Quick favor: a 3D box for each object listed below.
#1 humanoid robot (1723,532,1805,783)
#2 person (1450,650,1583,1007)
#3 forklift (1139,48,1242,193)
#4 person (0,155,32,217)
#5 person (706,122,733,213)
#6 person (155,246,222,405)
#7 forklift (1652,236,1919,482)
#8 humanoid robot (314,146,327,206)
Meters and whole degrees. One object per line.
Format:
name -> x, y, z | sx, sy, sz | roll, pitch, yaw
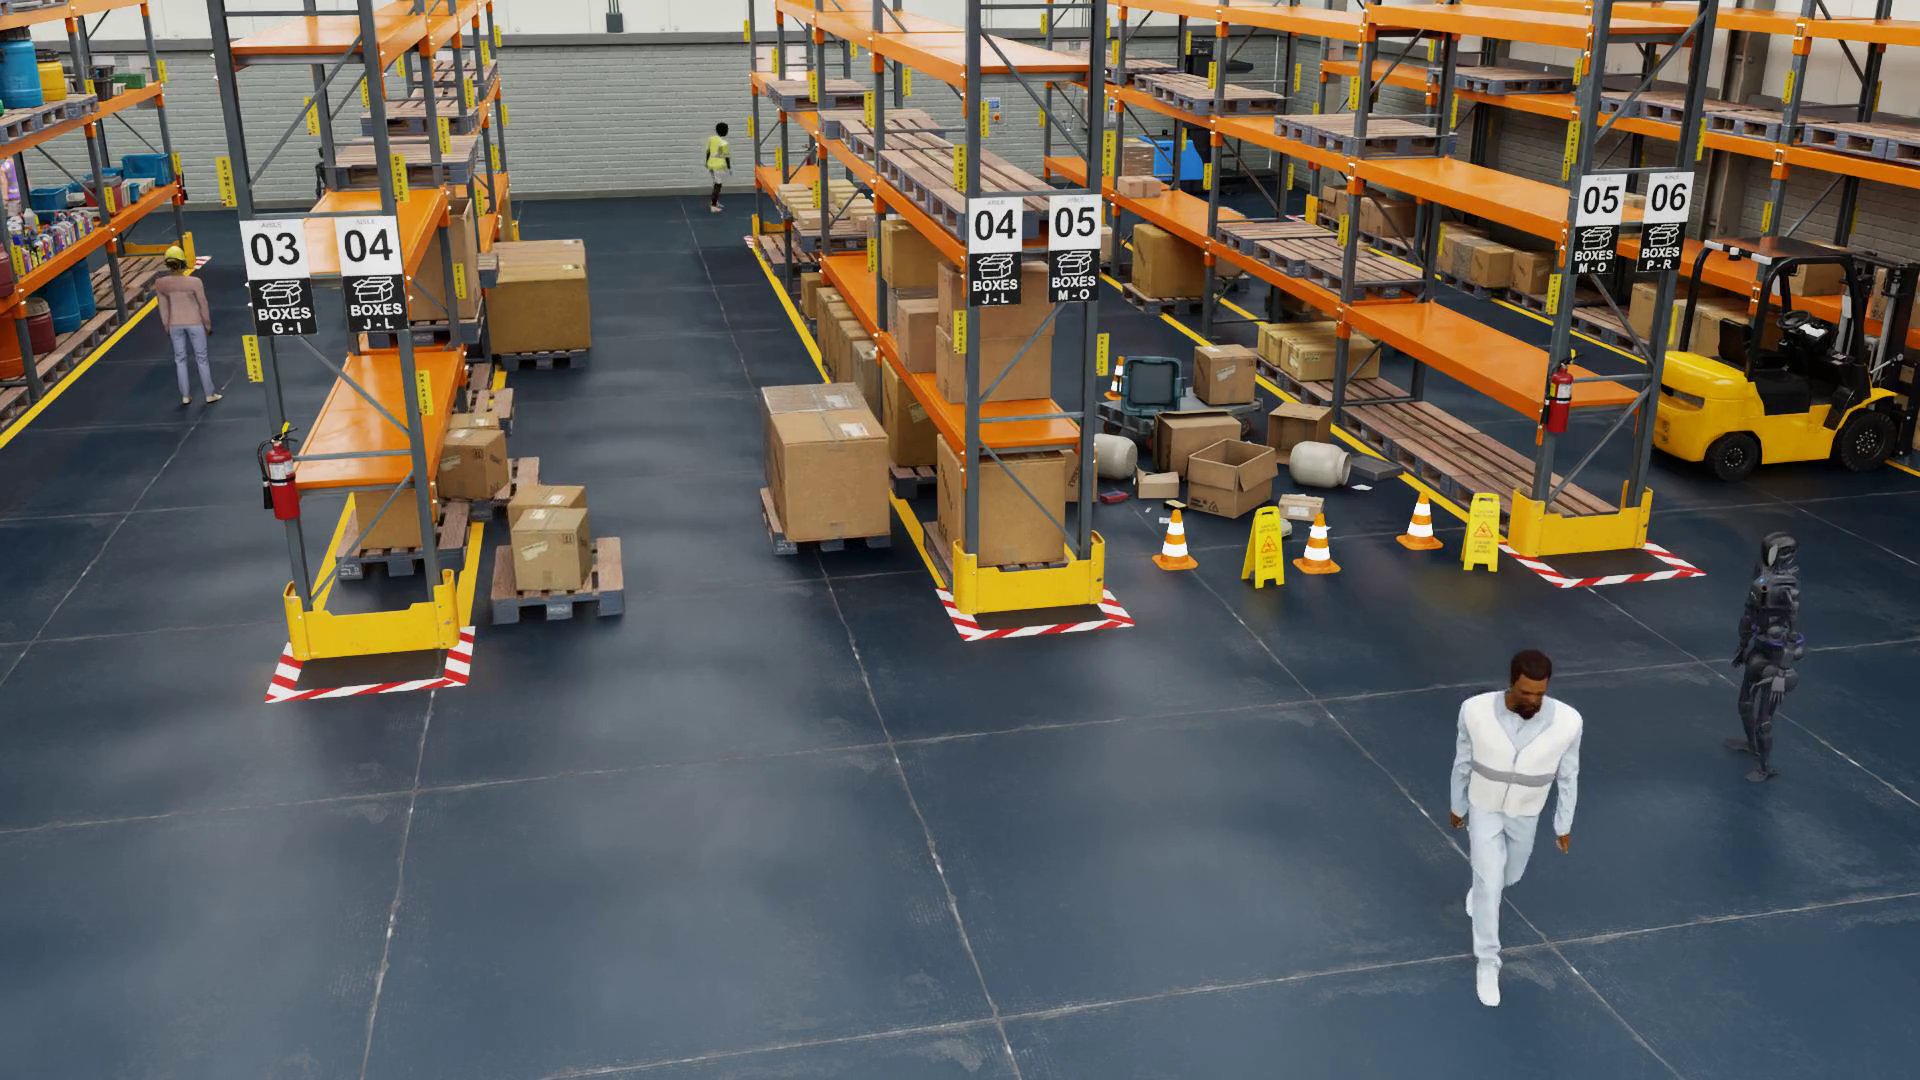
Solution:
humanoid robot -> 5.019, 0.707, 10.297 | 0.403, 1.639, 0.638 | -1, 20, -4
person -> 2.765, 1.312, 8.400 | 0.601, 1.862, 0.890 | 3, 21, 9
forklift -> 4.566, -8.313, 32.860 | 1.873, 2.768, 1.129 | -4, 21, -12
person -> -15.368, -5.565, 27.152 | 0.350, 1.688, 0.489 | 11, 23, 27
person -> -4.456, -6.888, 30.762 | 0.460, 1.655, 0.602 | -16, 26, -37
person -> -8.576, -2.377, 18.452 | 0.523, 1.768, 0.308 | -3, 21, -8
forklift -> 8.013, -1.814, 16.330 | 2.313, 2.155, 1.214 | -4, 21, -12
humanoid robot -> -10.405, -5.664, 27.429 | 0.351, 1.651, 0.608 | 7, 21, 18
